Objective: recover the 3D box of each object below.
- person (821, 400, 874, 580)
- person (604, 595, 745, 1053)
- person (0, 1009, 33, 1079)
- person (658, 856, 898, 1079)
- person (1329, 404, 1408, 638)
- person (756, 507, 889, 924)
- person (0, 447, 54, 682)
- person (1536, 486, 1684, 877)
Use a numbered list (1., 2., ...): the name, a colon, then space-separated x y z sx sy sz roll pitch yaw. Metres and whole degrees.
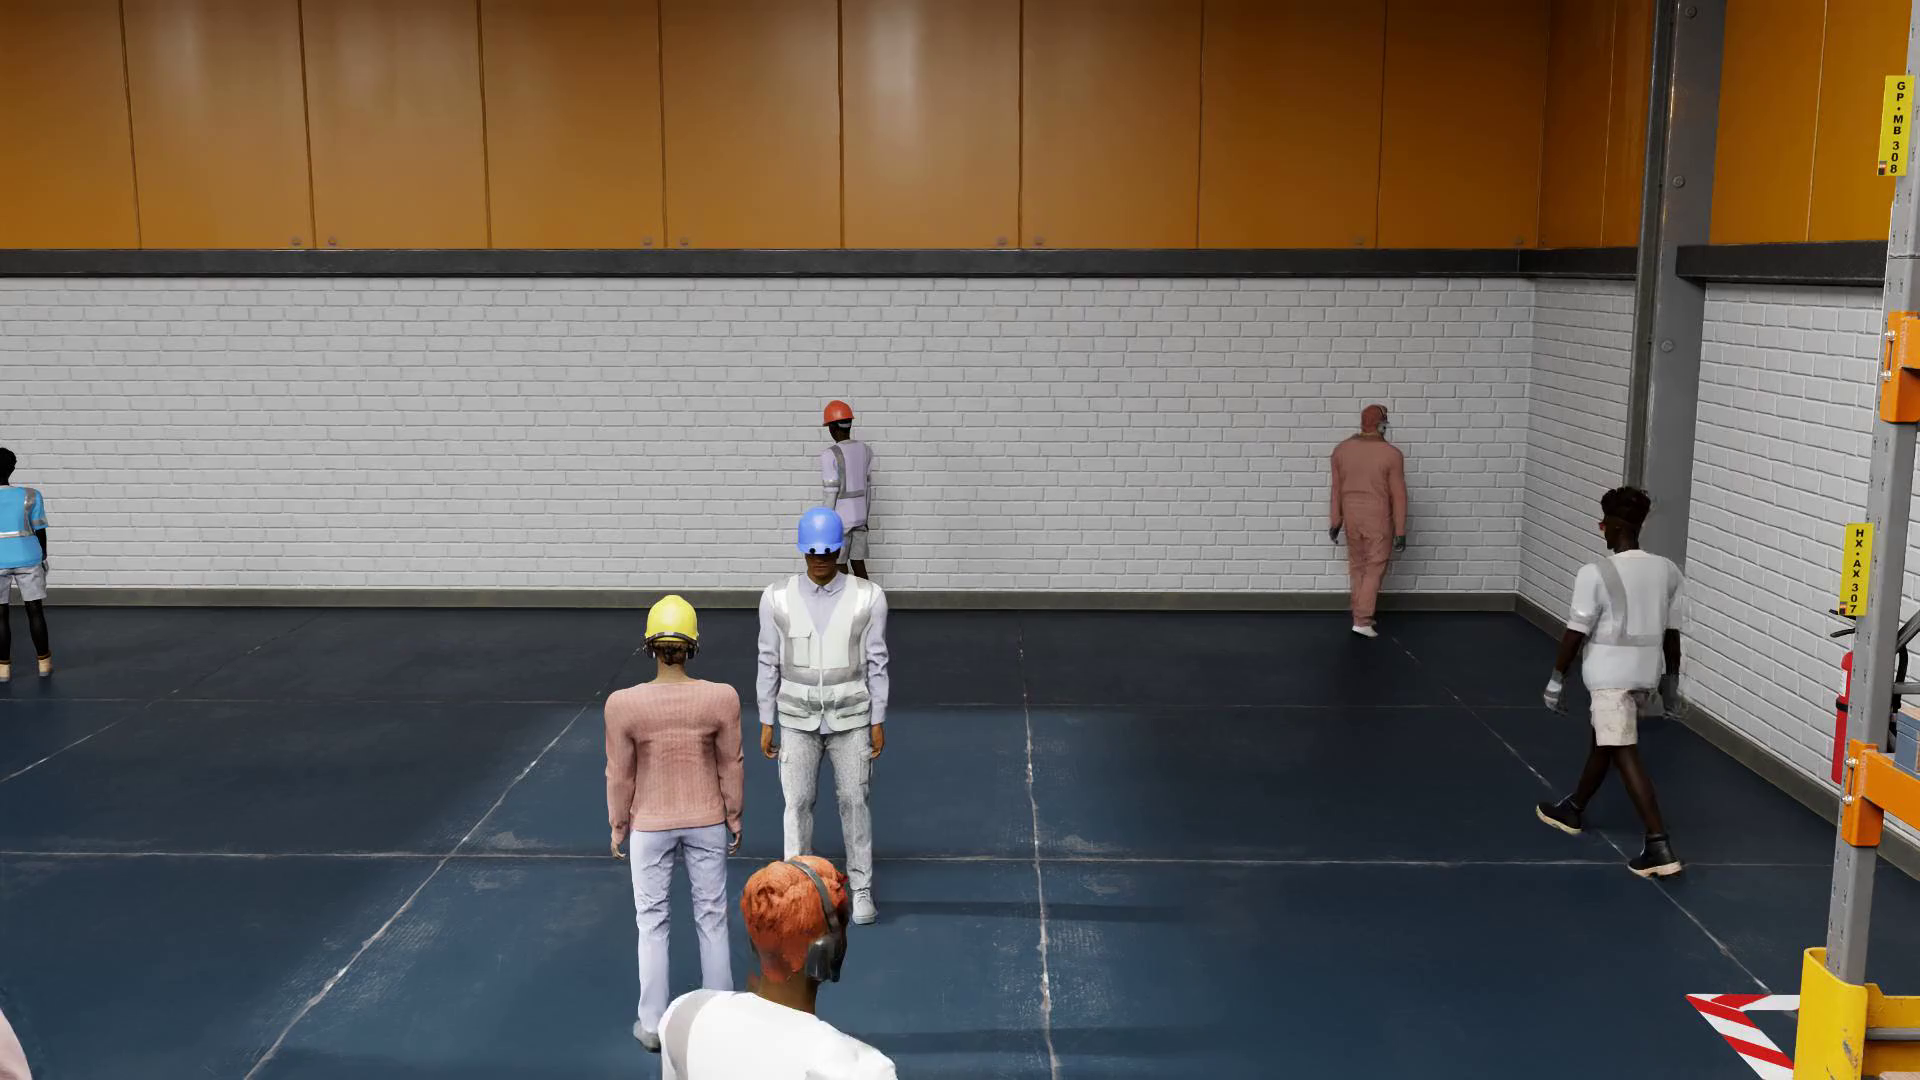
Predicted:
1. person: -0.940 -0.152 13.322 0.374 1.928 0.542 8 12 38
2. person: -1.088 1.086 6.388 0.529 1.768 0.312 -3 10 -15
3. person: -2.308 1.528 3.819 0.540 1.730 0.638 5 11 26
4. person: -0.294 1.538 3.449 0.600 1.837 0.924 7 12 36
5. person: 3.317 -0.156 13.512 0.563 1.912 0.684 -9 13 -44
6. person: -0.624 0.802 7.571 0.606 1.938 0.409 0 9 0
7. person: -6.878 0.175 12.047 0.529 1.697 0.321 -7 12 -35
8. person: 3.343 0.686 8.398 0.628 1.915 1.067 -4 10 -24
